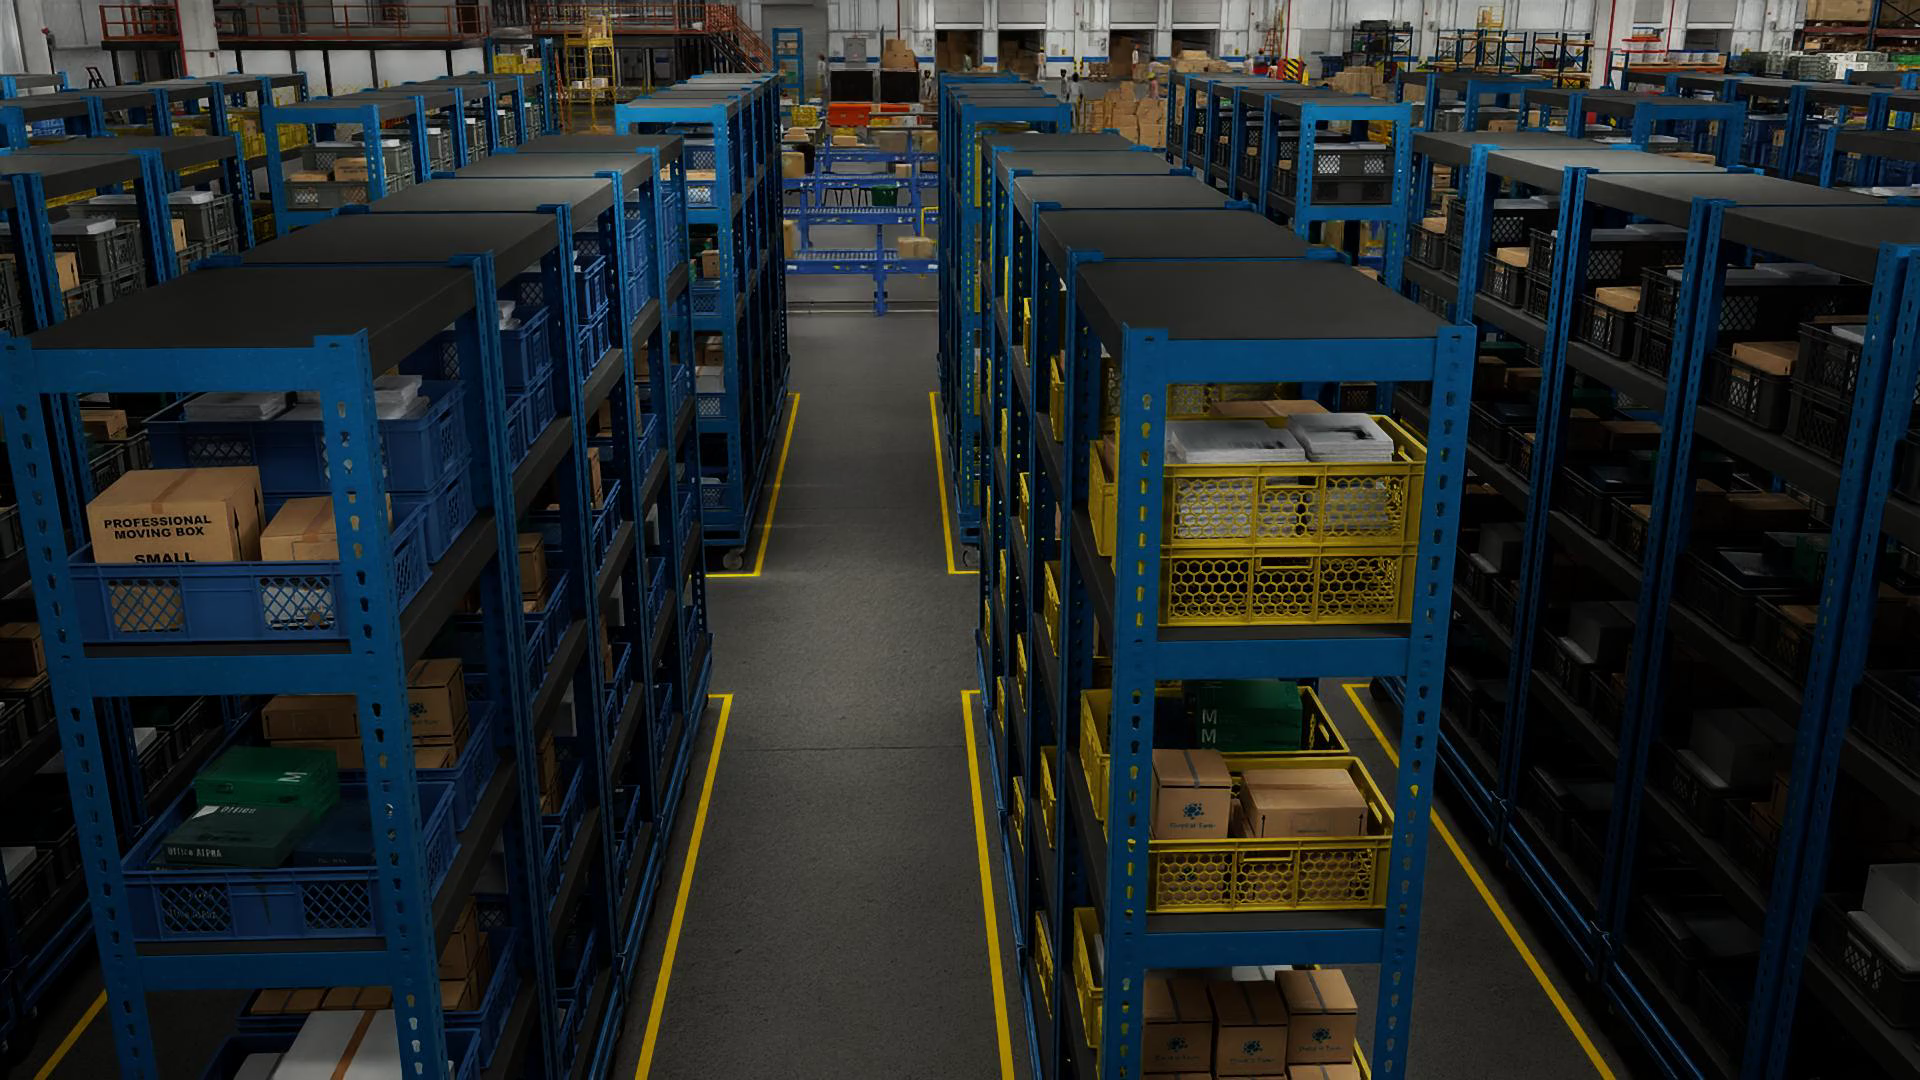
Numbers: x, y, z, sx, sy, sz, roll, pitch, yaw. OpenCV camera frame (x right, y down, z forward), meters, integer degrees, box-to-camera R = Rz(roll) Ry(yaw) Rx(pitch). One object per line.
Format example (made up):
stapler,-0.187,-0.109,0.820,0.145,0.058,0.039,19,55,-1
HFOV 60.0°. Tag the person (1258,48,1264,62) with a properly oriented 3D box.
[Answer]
person,16.327,-25.725,90.380,0.360,1.938,0.546,0,18,0

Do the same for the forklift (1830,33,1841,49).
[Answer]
forklift,43.715,-23.952,83.383,1.873,2.768,1.129,5,19,16

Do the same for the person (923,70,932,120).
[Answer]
person,-1.235,-16.867,63.076,0.328,1.872,0.513,-3,18,-10

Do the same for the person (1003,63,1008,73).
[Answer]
person,2.076,-19.901,72.585,0.943,1.810,0.526,-9,20,-25

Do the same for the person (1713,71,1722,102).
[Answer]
person,31.091,-18.475,68.454,0.513,1.612,0.691,-5,19,-16

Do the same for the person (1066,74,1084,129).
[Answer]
person,4.066,-15.527,58.880,0.608,1.908,1.044,2,18,5

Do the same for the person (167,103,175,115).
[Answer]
person,-18.980,-9.522,40.117,0.449,2.026,0.604,13,22,34

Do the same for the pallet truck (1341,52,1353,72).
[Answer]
pallet truck,18.794,-23.123,82.231,0.823,1.965,1.885,-13,22,-35

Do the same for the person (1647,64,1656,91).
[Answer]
person,30.746,-20.401,74.010,0.576,1.877,0.349,-8,19,-22

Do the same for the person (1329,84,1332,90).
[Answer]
person,12.630,-14.903,57.382,0.342,1.618,0.527,-1,18,-3

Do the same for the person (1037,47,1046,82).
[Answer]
person,4.603,-26.899,94.038,0.383,1.921,0.586,-16,24,-40

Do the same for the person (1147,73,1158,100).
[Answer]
person,7.397,-16.999,63.729,0.584,1.725,0.550,11,21,31

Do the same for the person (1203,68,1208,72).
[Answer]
person,9.683,-17.645,65.510,1.036,1.855,0.607,-6,19,-19

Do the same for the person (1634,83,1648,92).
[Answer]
person,23.876,-15.415,58.308,0.544,2.000,0.708,0,18,0

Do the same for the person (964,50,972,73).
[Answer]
person,0.474,-25.898,91.146,0.948,1.789,0.652,6,19,18

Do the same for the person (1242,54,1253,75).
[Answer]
person,14.103,-23.020,82.088,1.005,1.889,0.656,-9,20,-25

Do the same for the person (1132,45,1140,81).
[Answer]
person,10.054,-27.241,94.993,0.393,1.985,0.611,-6,19,-19

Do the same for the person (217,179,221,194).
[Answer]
person,-16.039,-8.249,36.358,0.399,1.903,0.643,13,22,35

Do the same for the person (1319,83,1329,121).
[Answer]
person,12.373,-14.669,56.569,0.535,1.690,0.319,10,20,28

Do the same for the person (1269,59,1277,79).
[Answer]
person,15.135,-22.393,80.470,0.534,1.691,0.321,-14,22,-36

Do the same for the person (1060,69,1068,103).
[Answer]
person,4.011,-17.239,64.237,0.315,1.865,0.526,-2,18,-5

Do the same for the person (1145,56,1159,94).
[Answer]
person,9.470,-22.728,81.327,0.623,1.805,0.925,-10,21,-29

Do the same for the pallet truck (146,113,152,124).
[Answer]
pallet truck,-18.087,-8.309,36.390,1.885,1.965,0.823,-1,18,-4

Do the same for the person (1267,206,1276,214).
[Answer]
person,4.074,-3.560,21.826,0.413,1.914,0.699,-3,18,-9

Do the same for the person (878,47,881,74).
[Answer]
person,-4.423,-26.806,93.772,0.513,1.905,0.680,-10,21,-29

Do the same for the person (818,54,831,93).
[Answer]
person,-6.717,-23.012,82.120,0.810,1.854,0.582,-12,21,-32

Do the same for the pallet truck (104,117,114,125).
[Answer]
pallet truck,-18.367,-7.885,35.078,1.885,1.965,0.823,1,18,2
